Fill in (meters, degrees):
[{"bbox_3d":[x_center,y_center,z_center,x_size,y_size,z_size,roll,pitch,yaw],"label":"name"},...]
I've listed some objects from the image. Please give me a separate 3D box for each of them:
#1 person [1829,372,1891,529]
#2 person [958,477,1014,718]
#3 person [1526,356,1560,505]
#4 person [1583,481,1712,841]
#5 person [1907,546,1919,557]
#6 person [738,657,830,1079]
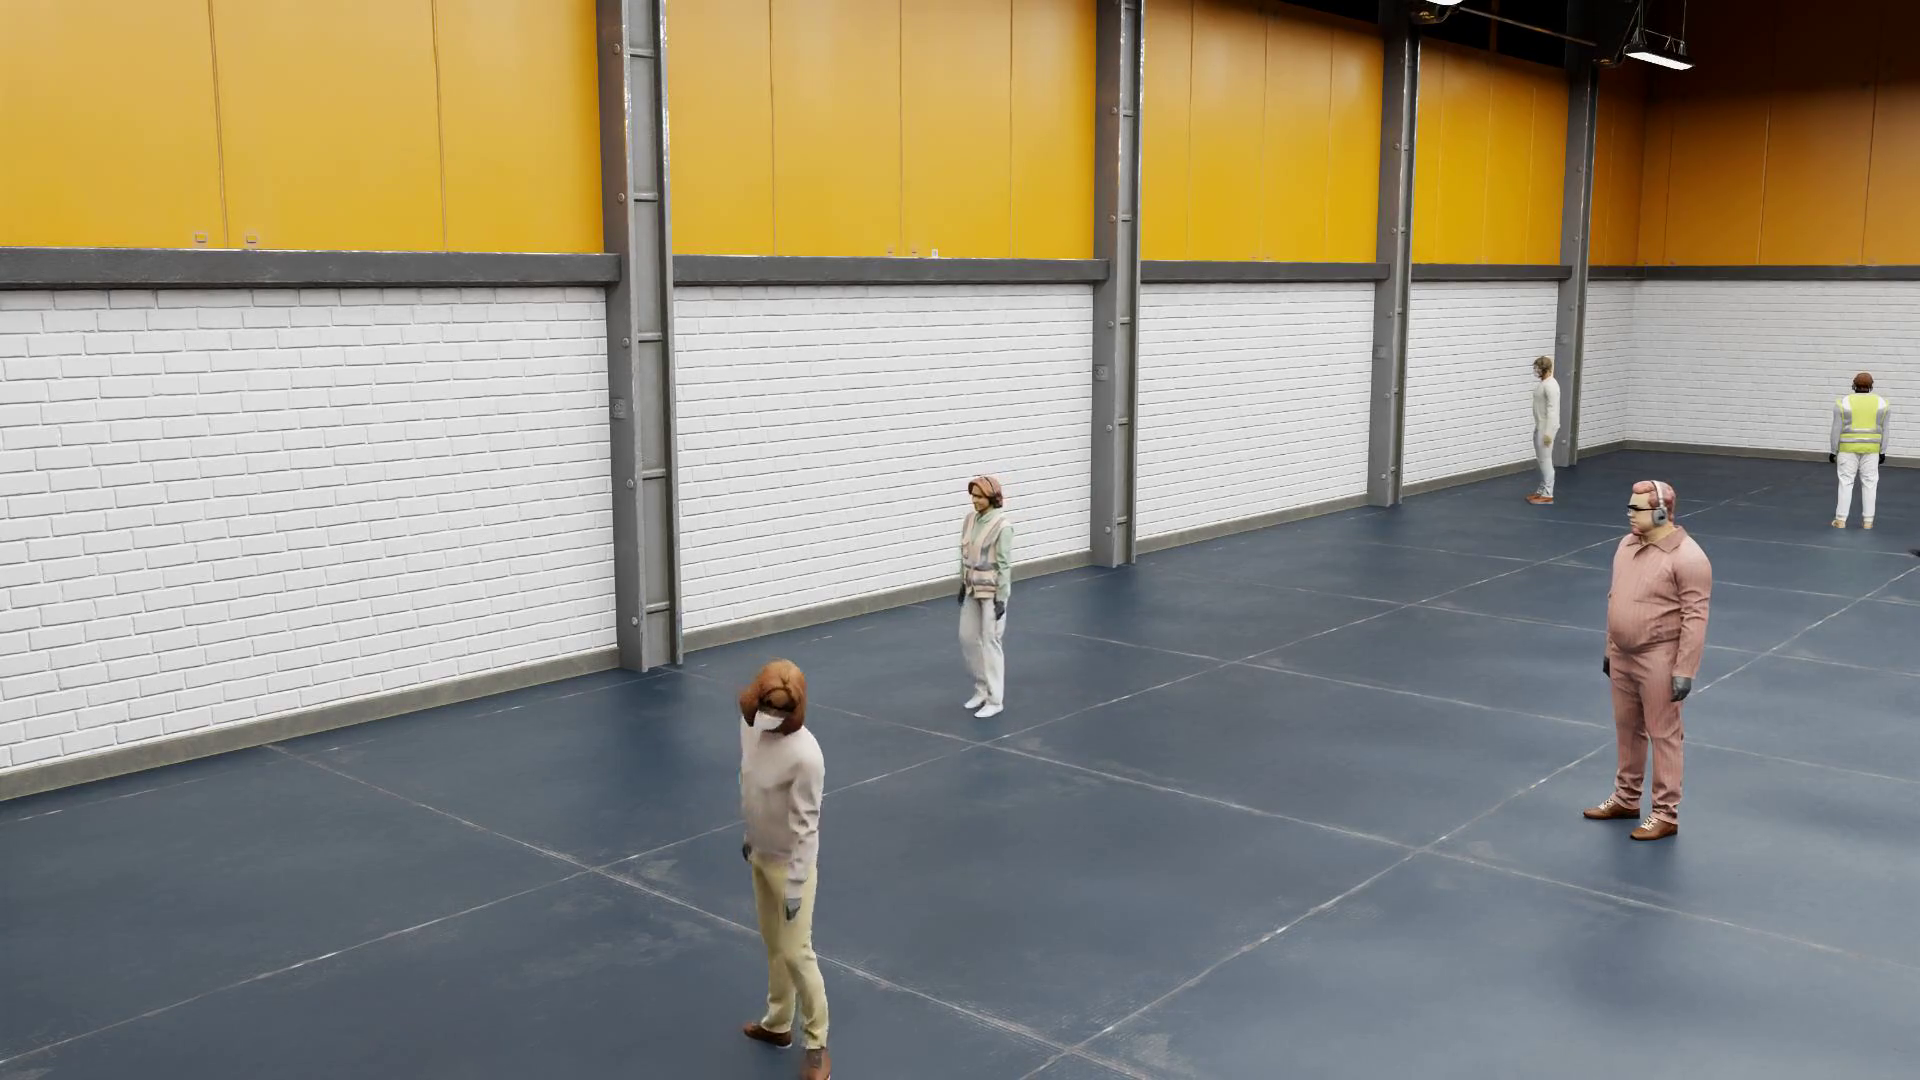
[{"bbox_3d":[10.561,-1.048,19.561,0.622,1.845,0.429,3,9,17],"label":"person"},{"bbox_3d":[0.180,0.378,11.251,0.324,1.632,0.545,-6,11,-32],"label":"person"},{"bbox_3d":[7.606,-1.425,21.683,0.390,1.926,0.656,1,9,9],"label":"person"},{"bbox_3d":[3.635,0.630,8.831,0.403,1.904,0.652,-3,9,-17],"label":"person"},{"bbox_3d":[10.332,-0.687,17.123,0.934,1.890,0.565,1,9,7],"label":"person"},{"bbox_3d":[-0.709,1.195,6.212,0.311,1.611,0.618,-6,11,-35],"label":"person"}]
